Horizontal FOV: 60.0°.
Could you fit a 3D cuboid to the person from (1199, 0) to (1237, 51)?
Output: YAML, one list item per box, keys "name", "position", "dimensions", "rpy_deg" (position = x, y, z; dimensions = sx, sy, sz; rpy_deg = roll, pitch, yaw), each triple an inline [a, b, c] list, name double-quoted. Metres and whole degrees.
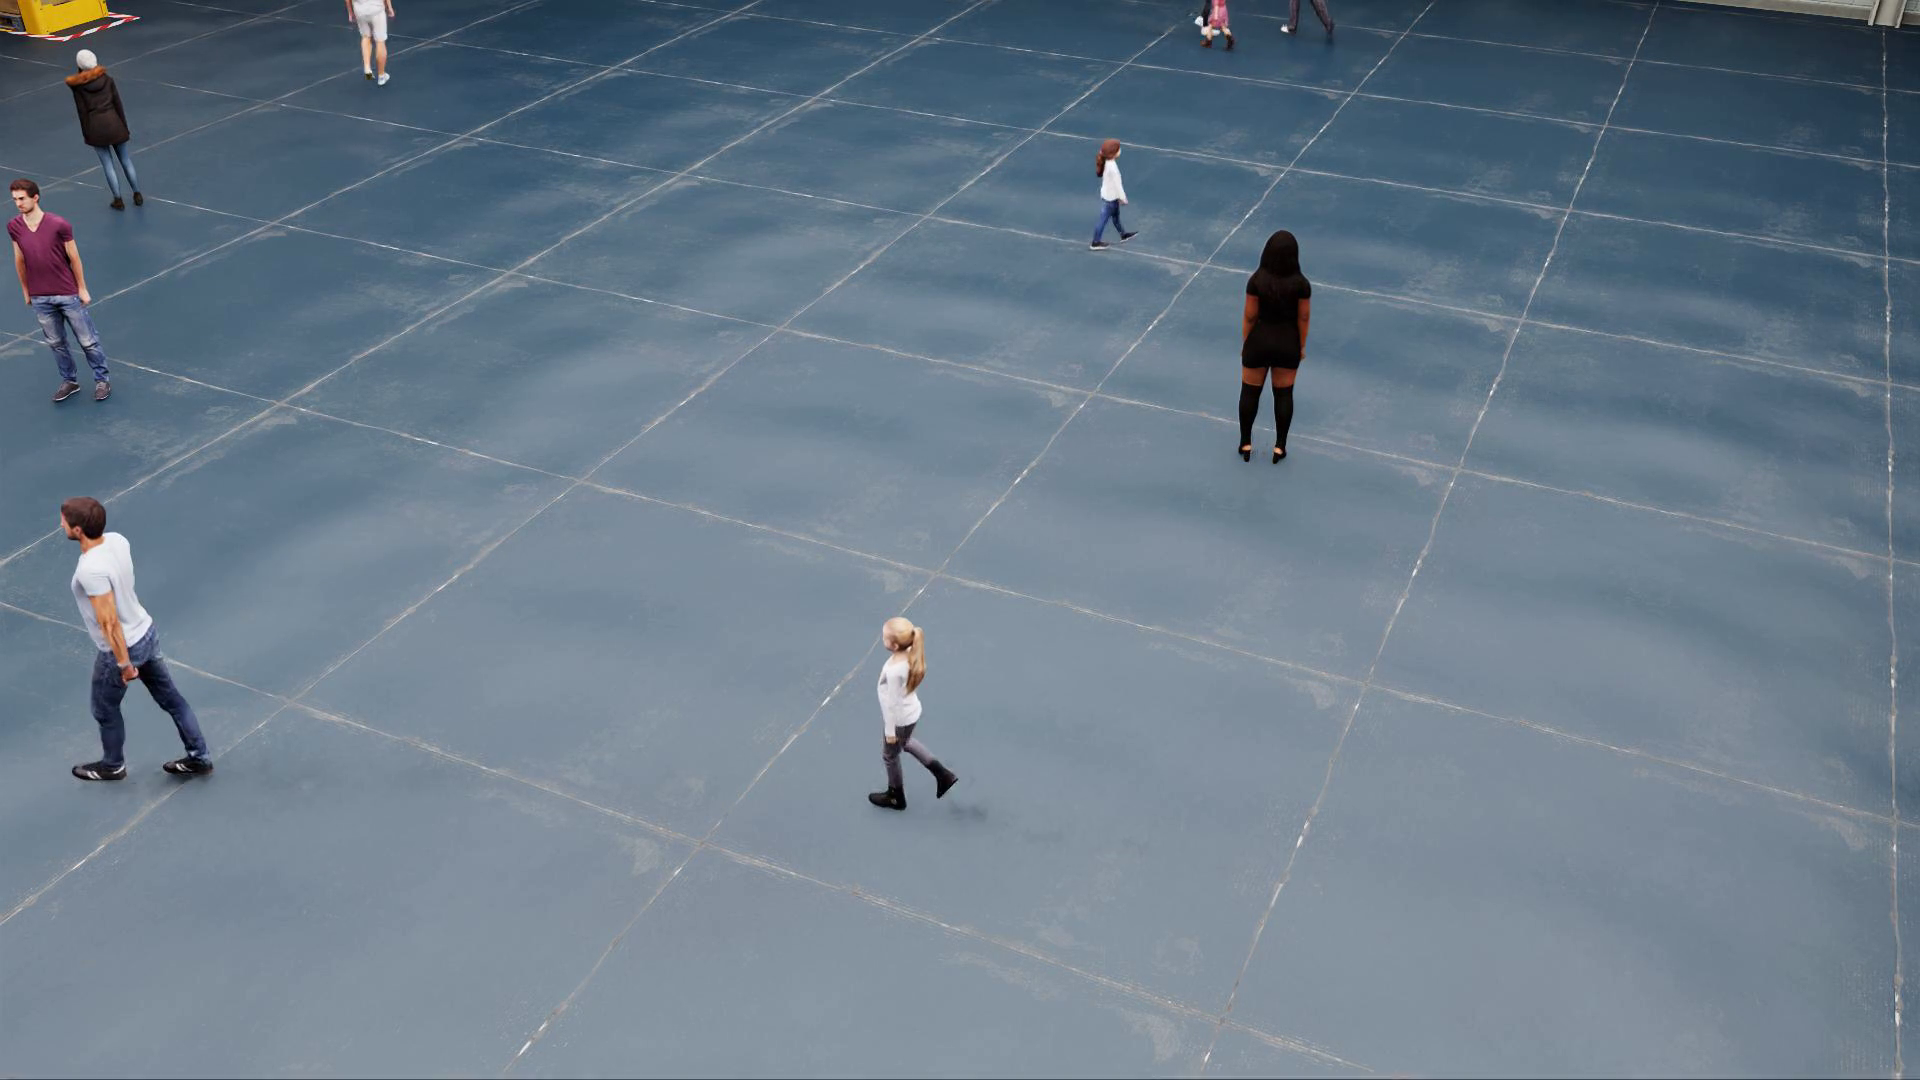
- name: "person"
  position: [3.474, -7.008, 22.052]
  dimensions: [0.762, 1.011, 0.516]
  rpy_deg: [22, 38, 30]

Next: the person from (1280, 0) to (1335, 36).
- name: "person"
  position: [4.731, -7.655, 22.309]
  dimensions: [0.956, 1.829, 1.133]
  rpy_deg: [-21, 38, -29]

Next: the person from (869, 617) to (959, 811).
- name: "person"
  position: [-0.260, 0.978, 9.151]
  dimensions: [0.738, 1.267, 0.533]
  rpy_deg: [10, 34, 15]

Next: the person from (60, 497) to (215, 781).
- name: "person"
  position: [-4.529, 0.586, 9.240]
  dimensions: [1.111, 1.836, 0.919]
  rpy_deg: [0, 32, 0]

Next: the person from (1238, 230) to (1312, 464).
- name: "person"
  position: [2.331, -1.431, 12.419]
  dimensions: [0.613, 1.856, 0.754]
  rpy_deg: [6, 33, 9]

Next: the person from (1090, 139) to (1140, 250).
- name: "person"
  position: [1.411, -3.355, 16.184]
  dimensions: [0.785, 1.092, 0.657]
  rpy_deg: [-4, 32, -6]

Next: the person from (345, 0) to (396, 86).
- name: "person"
  position: [-7.302, -6.517, 20.493]
  dimensions: [0.807, 1.843, 0.890]
  rpy_deg: [-1, 32, -2]

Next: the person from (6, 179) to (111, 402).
- name: "person"
  position: [-7.255, -2.011, 13.340]
  dimensions: [0.665, 1.854, 0.803]
  rpy_deg: [-1, 32, -2]

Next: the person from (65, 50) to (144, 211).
- name: "person"
  position: [-8.743, -4.203, 17.021]
  dimensions: [0.712, 1.633, 0.721]
  rpy_deg: [-25, 40, -34]
